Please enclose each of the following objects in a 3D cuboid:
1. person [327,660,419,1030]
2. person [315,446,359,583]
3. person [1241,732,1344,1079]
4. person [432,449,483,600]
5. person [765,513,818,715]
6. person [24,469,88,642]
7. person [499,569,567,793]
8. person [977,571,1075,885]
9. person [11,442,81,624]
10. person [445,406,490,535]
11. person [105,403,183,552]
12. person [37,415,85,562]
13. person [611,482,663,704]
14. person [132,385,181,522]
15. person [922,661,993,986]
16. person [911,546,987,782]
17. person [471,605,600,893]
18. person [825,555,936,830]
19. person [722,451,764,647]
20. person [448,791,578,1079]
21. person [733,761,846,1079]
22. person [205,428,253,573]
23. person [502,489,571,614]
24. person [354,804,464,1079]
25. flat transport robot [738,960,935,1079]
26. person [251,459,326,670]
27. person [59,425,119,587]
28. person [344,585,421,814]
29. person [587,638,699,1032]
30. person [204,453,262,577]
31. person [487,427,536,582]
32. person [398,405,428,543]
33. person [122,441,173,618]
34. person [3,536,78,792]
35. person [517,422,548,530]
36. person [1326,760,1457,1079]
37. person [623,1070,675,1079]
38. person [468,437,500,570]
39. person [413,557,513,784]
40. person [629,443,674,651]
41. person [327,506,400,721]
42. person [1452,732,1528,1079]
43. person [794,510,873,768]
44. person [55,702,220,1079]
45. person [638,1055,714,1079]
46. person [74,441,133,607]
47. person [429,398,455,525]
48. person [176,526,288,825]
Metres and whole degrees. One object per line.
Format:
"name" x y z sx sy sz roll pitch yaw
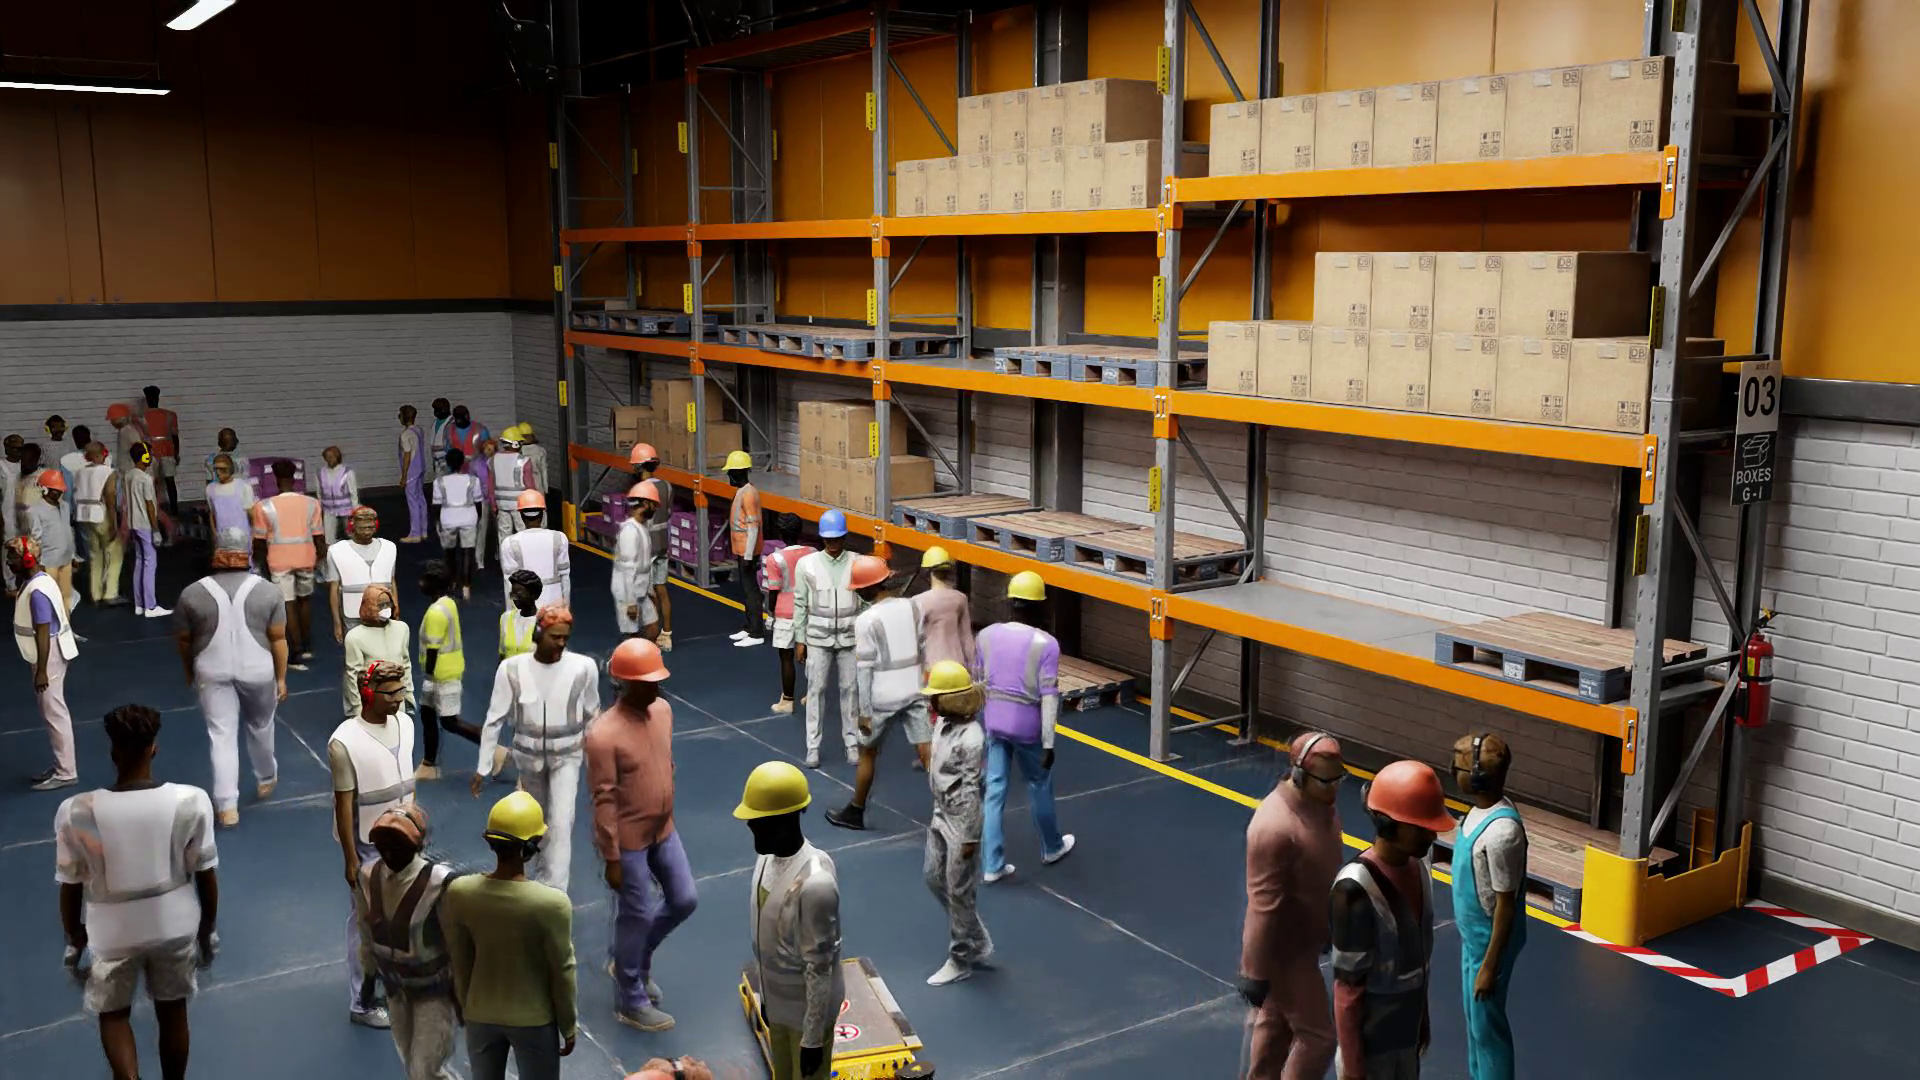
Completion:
"person" -2.893 1.493 8.265 0.394 1.836 0.559 3 10 18
"person" -7.359 -0.349 19.753 0.519 1.594 0.871 0 10 -1
"person" 1.431 1.693 6.973 0.579 1.867 0.744 6 11 30
"person" -5.626 -0.196 18.697 0.543 1.654 0.865 -2 10 -12
"person" -1.386 0.612 13.848 0.533 1.693 0.319 -8 13 -39
"person" -8.812 0.179 16.221 0.332 1.746 0.559 1 10 7
"person" -2.928 1.032 11.371 0.540 1.695 0.317 4 11 23
"person" 0.404 1.125 10.260 0.607 1.884 0.886 5 11 29
"person" -9.618 -0.077 17.298 0.619 1.896 0.534 7 12 34
"person" -6.678 -0.921 22.562 0.628 1.804 0.642 0 10 3
"person" -10.645 -0.821 21.580 1.005 1.943 0.661 -8 12 -38
"person" -11.117 -0.623 20.577 0.323 1.870 0.518 7 12 37
"person" -2.755 0.452 14.232 0.444 1.898 0.555 0 10 2
"person" -11.541 -1.242 23.925 0.606 1.967 0.367 -7 12 -35
"person" -0.002 1.469 8.700 0.407 1.730 0.492 -4 10 -22
"person" -0.064 0.916 12.008 0.844 1.716 0.536 9 13 43
"person" -2.391 1.293 9.392 0.690 1.833 0.945 -1 10 -4
"person" -0.434 1.026 10.903 0.579 1.880 0.843 -8 13 -39
"person" -2.116 0.083 16.267 0.383 1.924 0.594 -2 10 -13
"person" -1.717 1.838 6.459 0.522 1.762 0.337 2 10 12
"person" -0.651 1.774 6.383 0.402 1.919 0.582 -5 11 -28
"person" -8.407 -0.356 19.154 0.545 1.849 0.416 0 10 -2
"person" -3.443 0.546 13.545 0.542 1.928 0.378 -4 11 -25
"person" -2.228 1.845 6.812 0.534 1.622 0.366 5 11 28
"flat transport robot" -0.611 2.334 7.905 0.652 0.197 1.431 -3 10 -17
"person" -6.271 0.212 15.494 0.631 1.921 0.808 -7 12 -37
"person" -10.034 -0.393 19.251 0.601 1.871 0.990 -8 12 -38
"person" -3.870 1.098 11.157 0.280 1.636 0.503 6 11 32
"person" -1.556 1.438 8.150 0.438 1.976 0.650 5 11 26
"person" -7.482 -0.026 17.252 0.565 1.814 0.833 0 10 0
"person" -5.216 -0.411 19.451 0.592 1.829 0.404 3 10 17
"person" -7.307 -0.881 22.161 0.345 1.846 0.508 1 10 7
"person" -8.622 -0.110 17.607 0.509 1.860 0.334 7 12 36
"person" -6.545 0.873 11.915 0.400 1.836 0.560 -6 12 -34
"person" -5.419 -0.615 20.925 0.489 1.739 0.311 -5 11 -29
"person" 1.559 1.776 6.034 0.411 2.032 0.611 8 13 40
"person" -0.748 2.199 4.411 0.579 1.734 0.611 9 13 43
"person" -5.800 -0.483 20.519 0.506 1.608 0.729 -3 10 -15
"person" -3.646 0.948 11.940 0.746 1.669 0.532 -2 10 -14
"person" -2.977 0.095 15.859 0.373 2.040 0.616 4 10 23
"person" -4.752 0.633 13.296 0.563 1.838 0.388 -9 13 -42
"person" 2.198 1.704 6.999 0.342 1.841 0.506 2 10 10
"person" -0.931 0.731 12.397 0.607 1.947 0.406 -1 10 -9
"person" -3.441 1.645 7.011 0.624 1.954 0.587 -5 11 -29
"person" -0.803 2.214 4.603 0.310 1.639 0.514 -7 12 -36
"person" -9.381 -0.176 18.139 0.599 1.803 0.459 3 10 18
"person" -7.242 -1.092 23.452 0.637 1.833 0.429 8 12 38
"person" -4.948 0.862 11.359 0.695 2.000 1.003 -3 10 -19
